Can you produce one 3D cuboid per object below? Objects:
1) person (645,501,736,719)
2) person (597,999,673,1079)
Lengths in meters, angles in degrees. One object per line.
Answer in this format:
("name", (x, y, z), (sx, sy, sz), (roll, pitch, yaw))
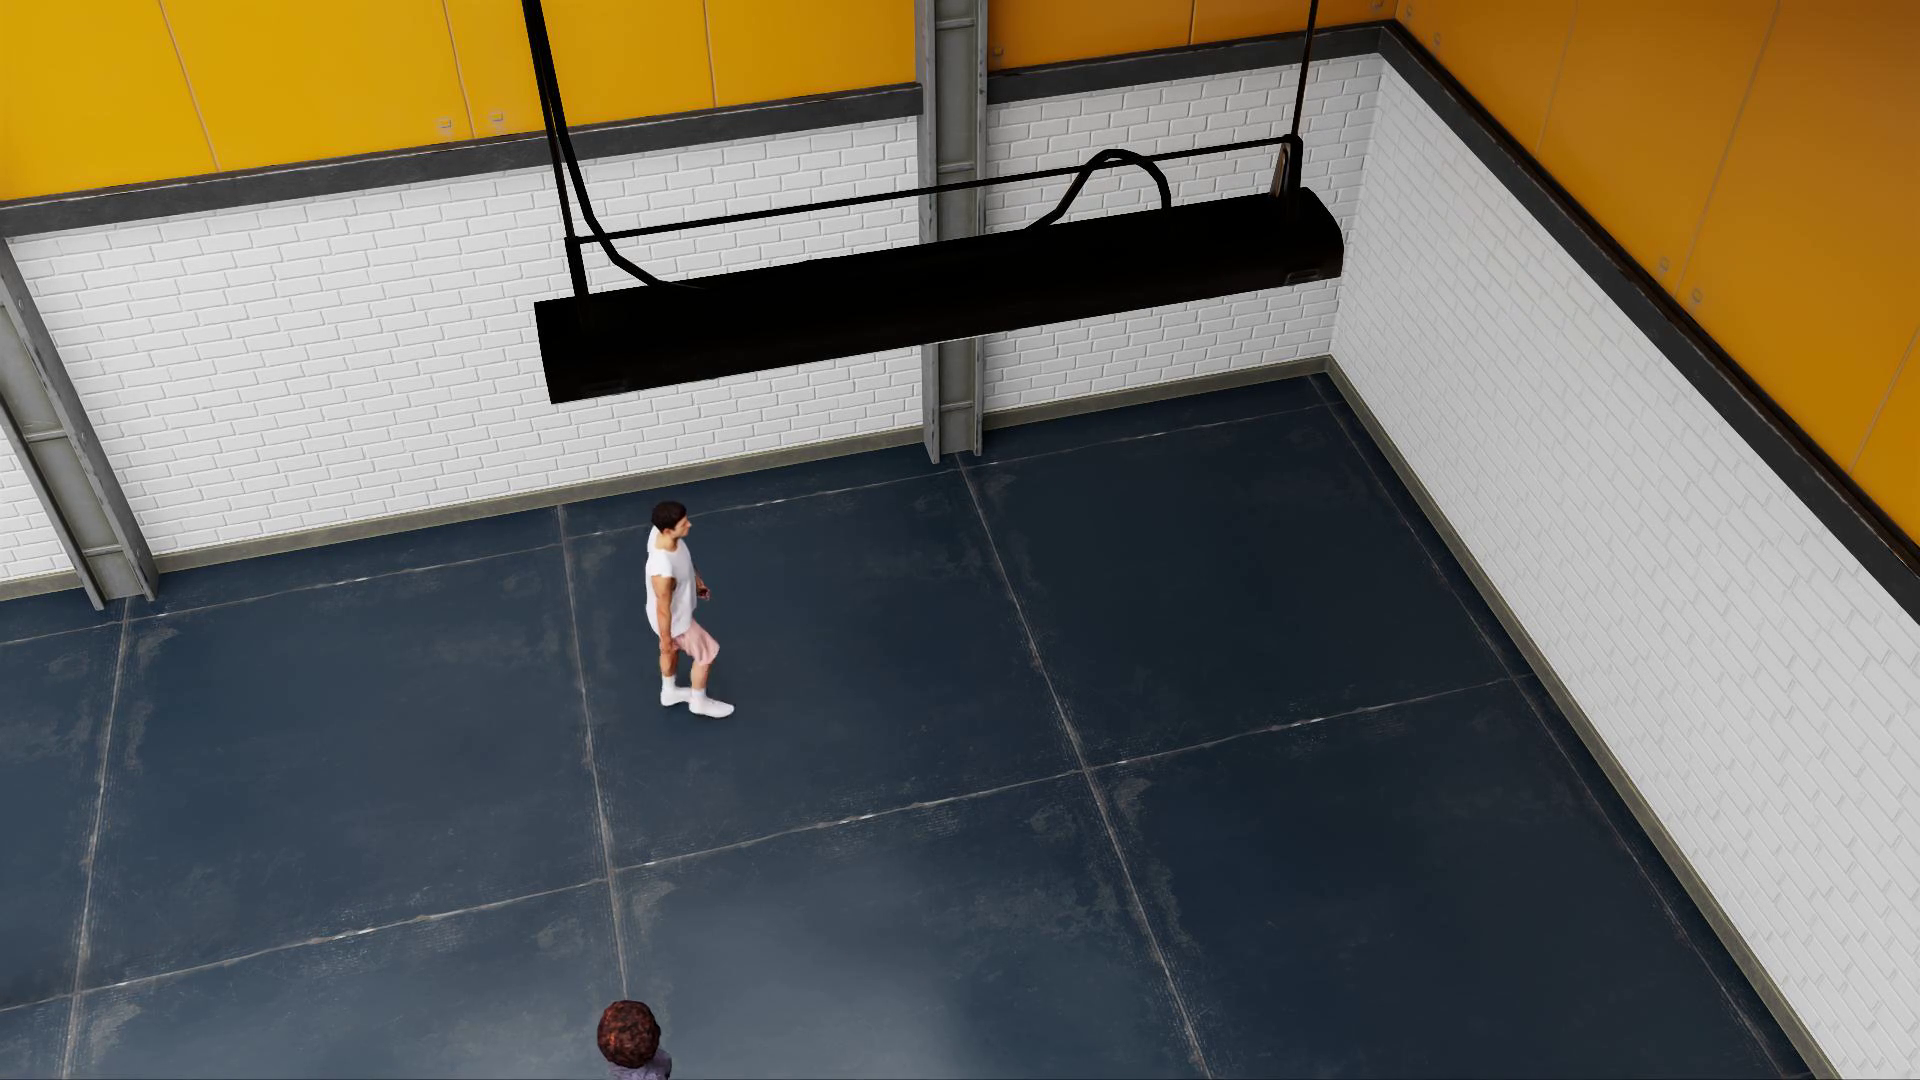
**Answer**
("person", (-1.867, 0.438, 10.319), (0.718, 1.769, 0.673), (-8, 44, -8))
("person", (-1.555, 2.762, 7.934), (0.899, 1.694, 1.003), (28, 50, 26))
